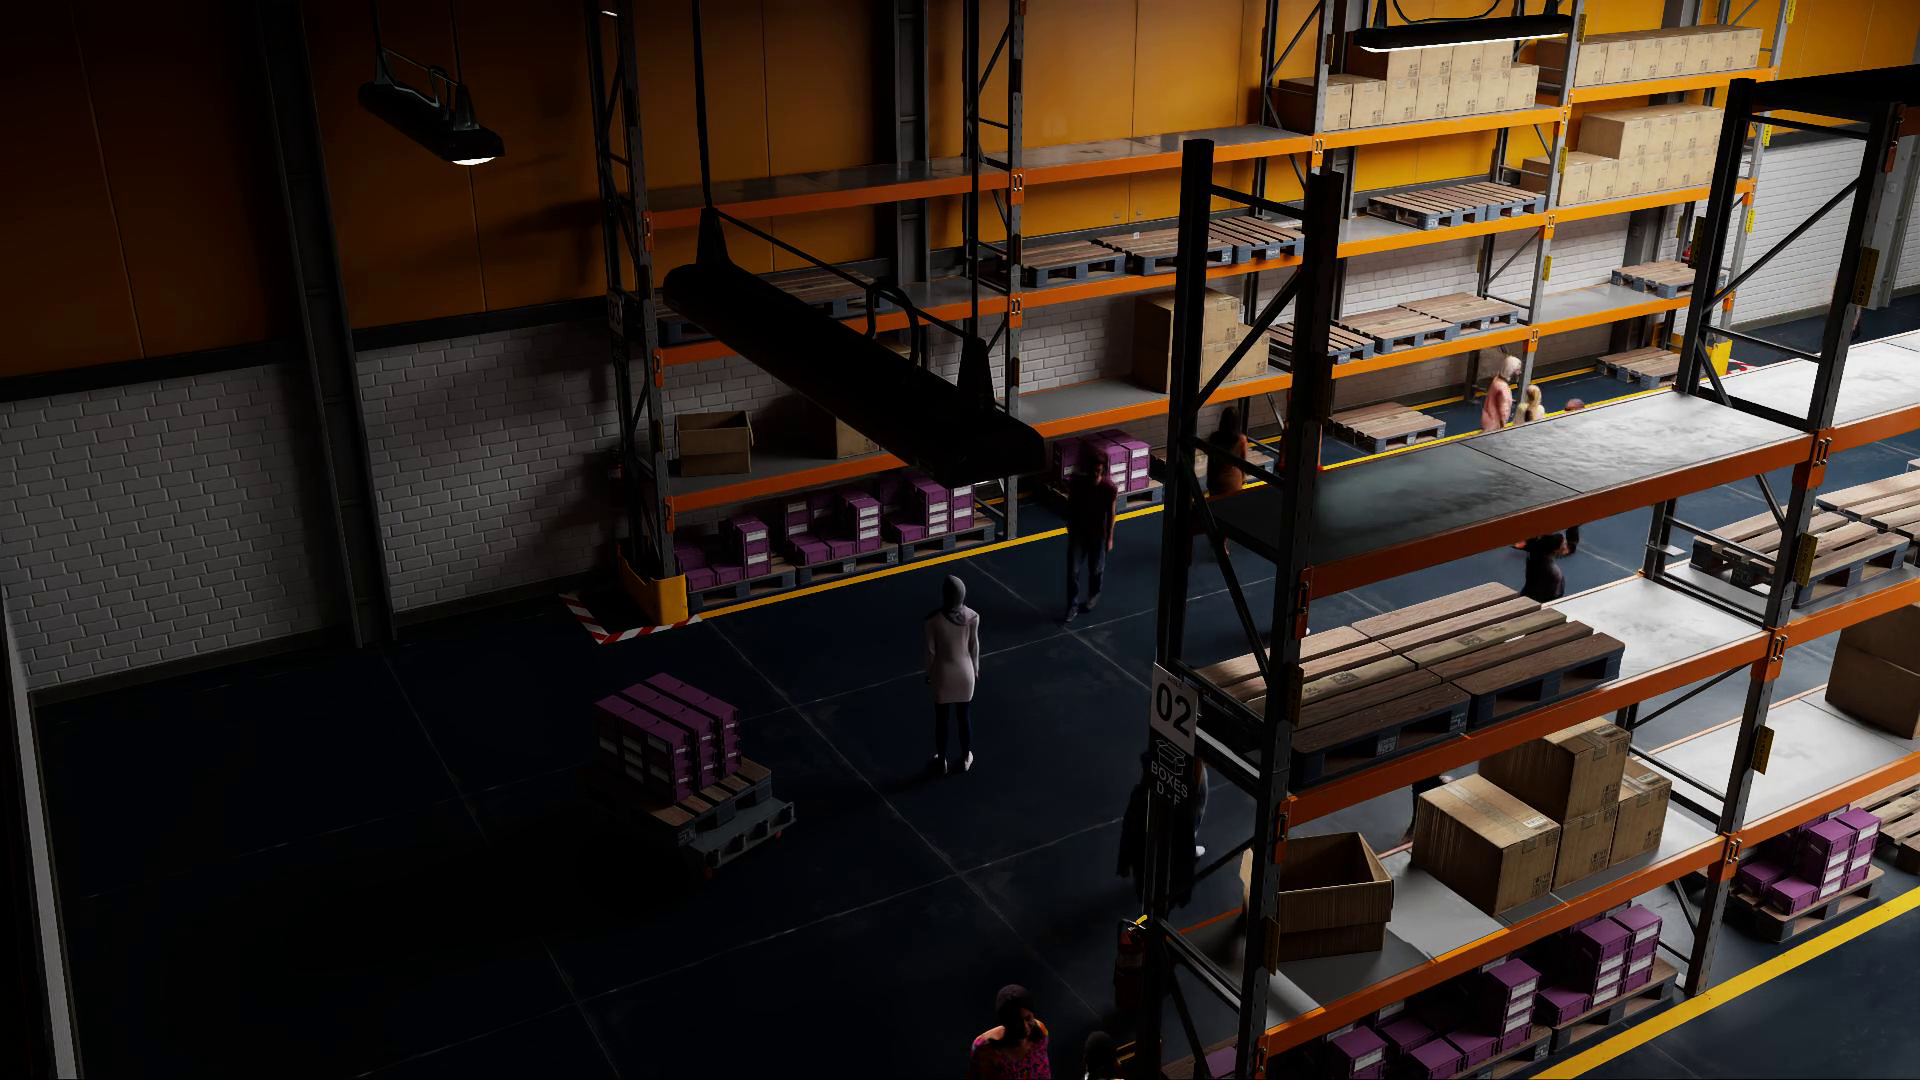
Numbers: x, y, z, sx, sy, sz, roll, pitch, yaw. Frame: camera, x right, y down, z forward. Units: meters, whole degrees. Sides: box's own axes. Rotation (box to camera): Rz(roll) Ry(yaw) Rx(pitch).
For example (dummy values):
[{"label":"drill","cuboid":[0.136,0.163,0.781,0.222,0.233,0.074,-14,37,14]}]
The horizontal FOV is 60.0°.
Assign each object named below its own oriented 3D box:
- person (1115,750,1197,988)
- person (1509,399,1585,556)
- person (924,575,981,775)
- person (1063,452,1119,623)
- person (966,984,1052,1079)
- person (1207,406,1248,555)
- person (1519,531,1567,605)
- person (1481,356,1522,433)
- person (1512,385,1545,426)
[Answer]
[{"label":"person","cuboid":[1.391,2.203,11.090,0.674,1.932,0.720,-13,27,-28]},{"label":"person","cuboid":[6.555,-0.664,17.835,1.028,1.782,0.794,-9,25,-20]},{"label":"person","cuboid":[-0.064,1.116,13.772,0.604,1.775,0.741,-2,24,-5]},{"label":"person","cuboid":[1.286,-0.100,16.532,0.996,1.792,1.055,8,25,17]},{"label":"person","cuboid":[0.300,3.160,9.208,0.583,1.686,0.700,-14,27,-30]},{"label":"person","cuboid":[2.837,-0.584,17.795,0.808,1.666,0.874,7,25,16]},{"label":"person","cuboid":[5.080,0.705,14.851,0.634,1.664,0.640,-11,26,-23]},{"label":"person","cuboid":[6.207,-1.366,19.571,0.934,1.677,0.863,2,24,4]},{"label":"person","cuboid":[6.703,-1.205,19.723,0.882,1.261,0.863,2,24,6]}]
